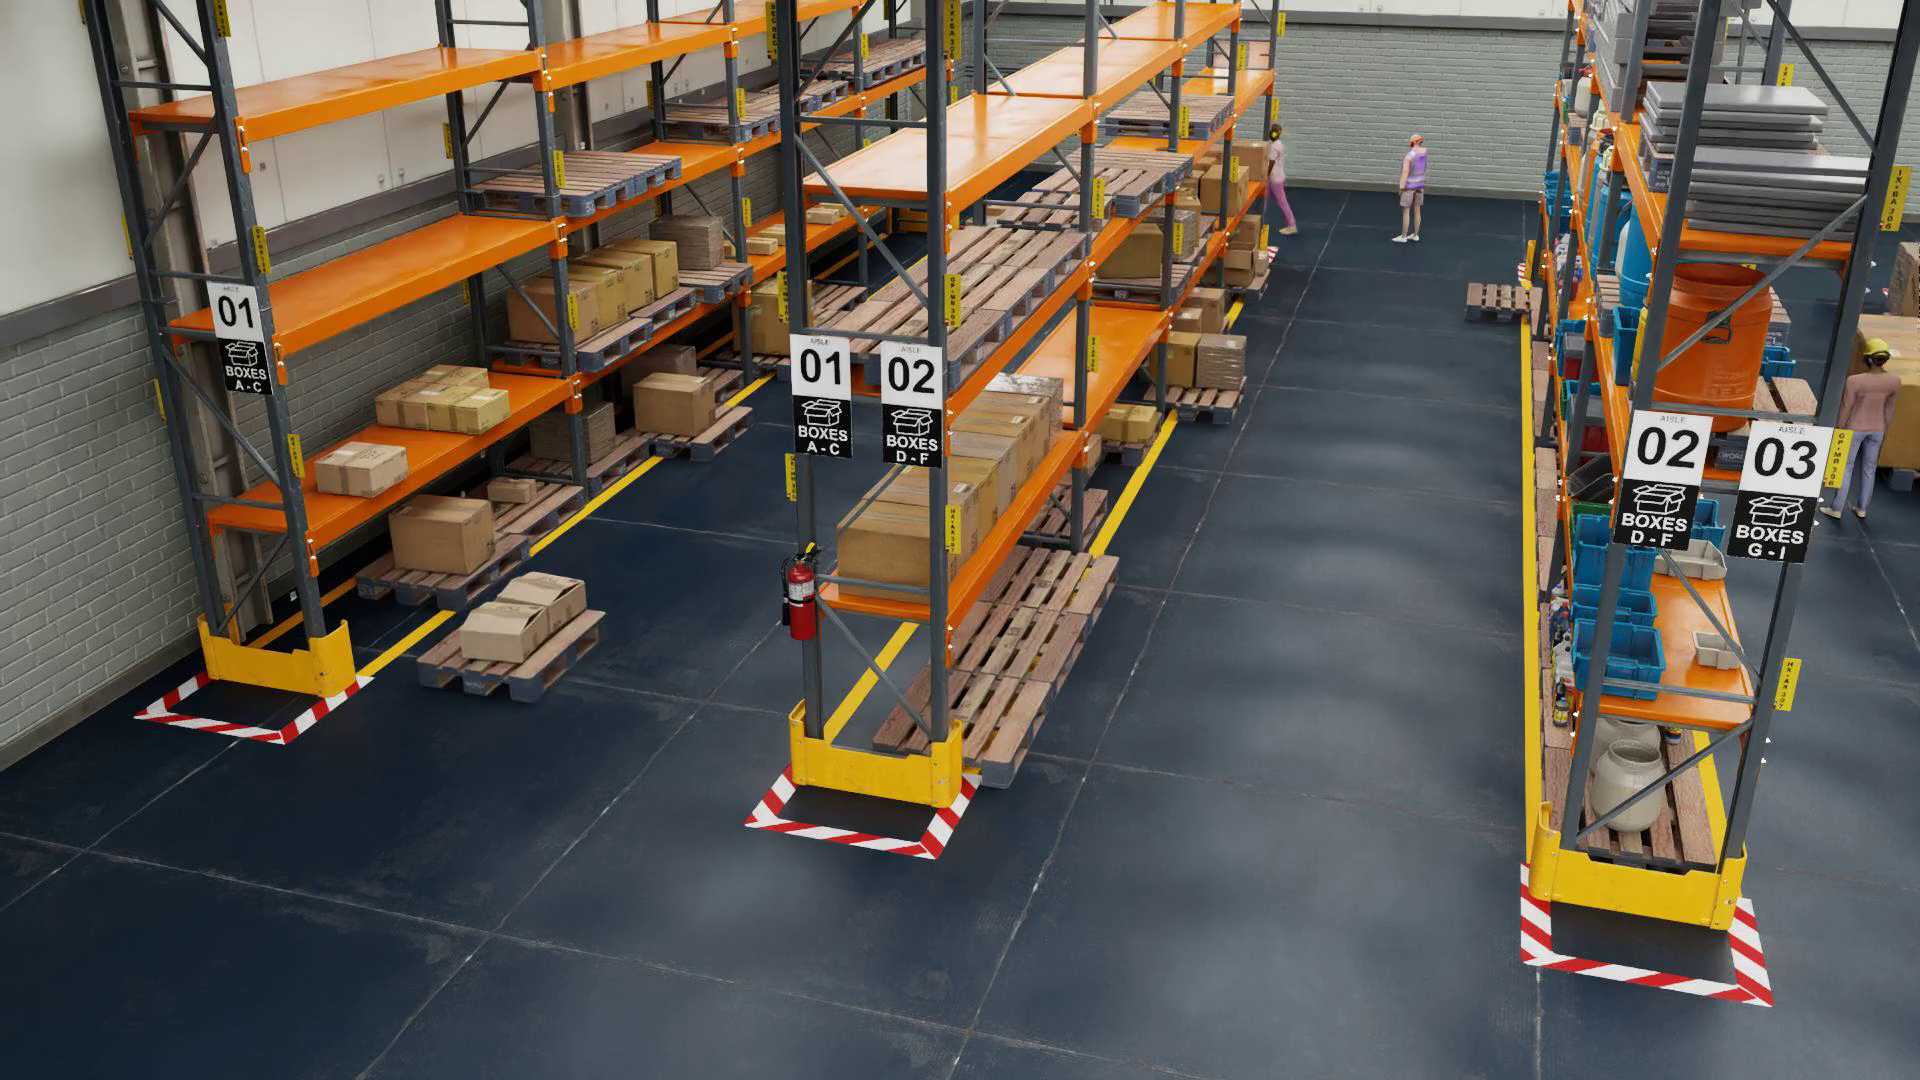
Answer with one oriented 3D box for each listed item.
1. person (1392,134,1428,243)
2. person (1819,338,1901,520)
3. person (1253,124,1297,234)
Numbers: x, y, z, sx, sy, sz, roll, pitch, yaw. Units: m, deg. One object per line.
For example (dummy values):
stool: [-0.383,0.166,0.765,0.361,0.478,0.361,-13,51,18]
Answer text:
person: [7.128,-5.533,26.211,0.489,1.688,0.347,-14,27,-29]
person: [8.508,-1.041,15.705,0.523,1.760,0.323,0,23,0]
person: [5.044,-5.809,26.768,0.945,1.749,0.513,3,24,8]
